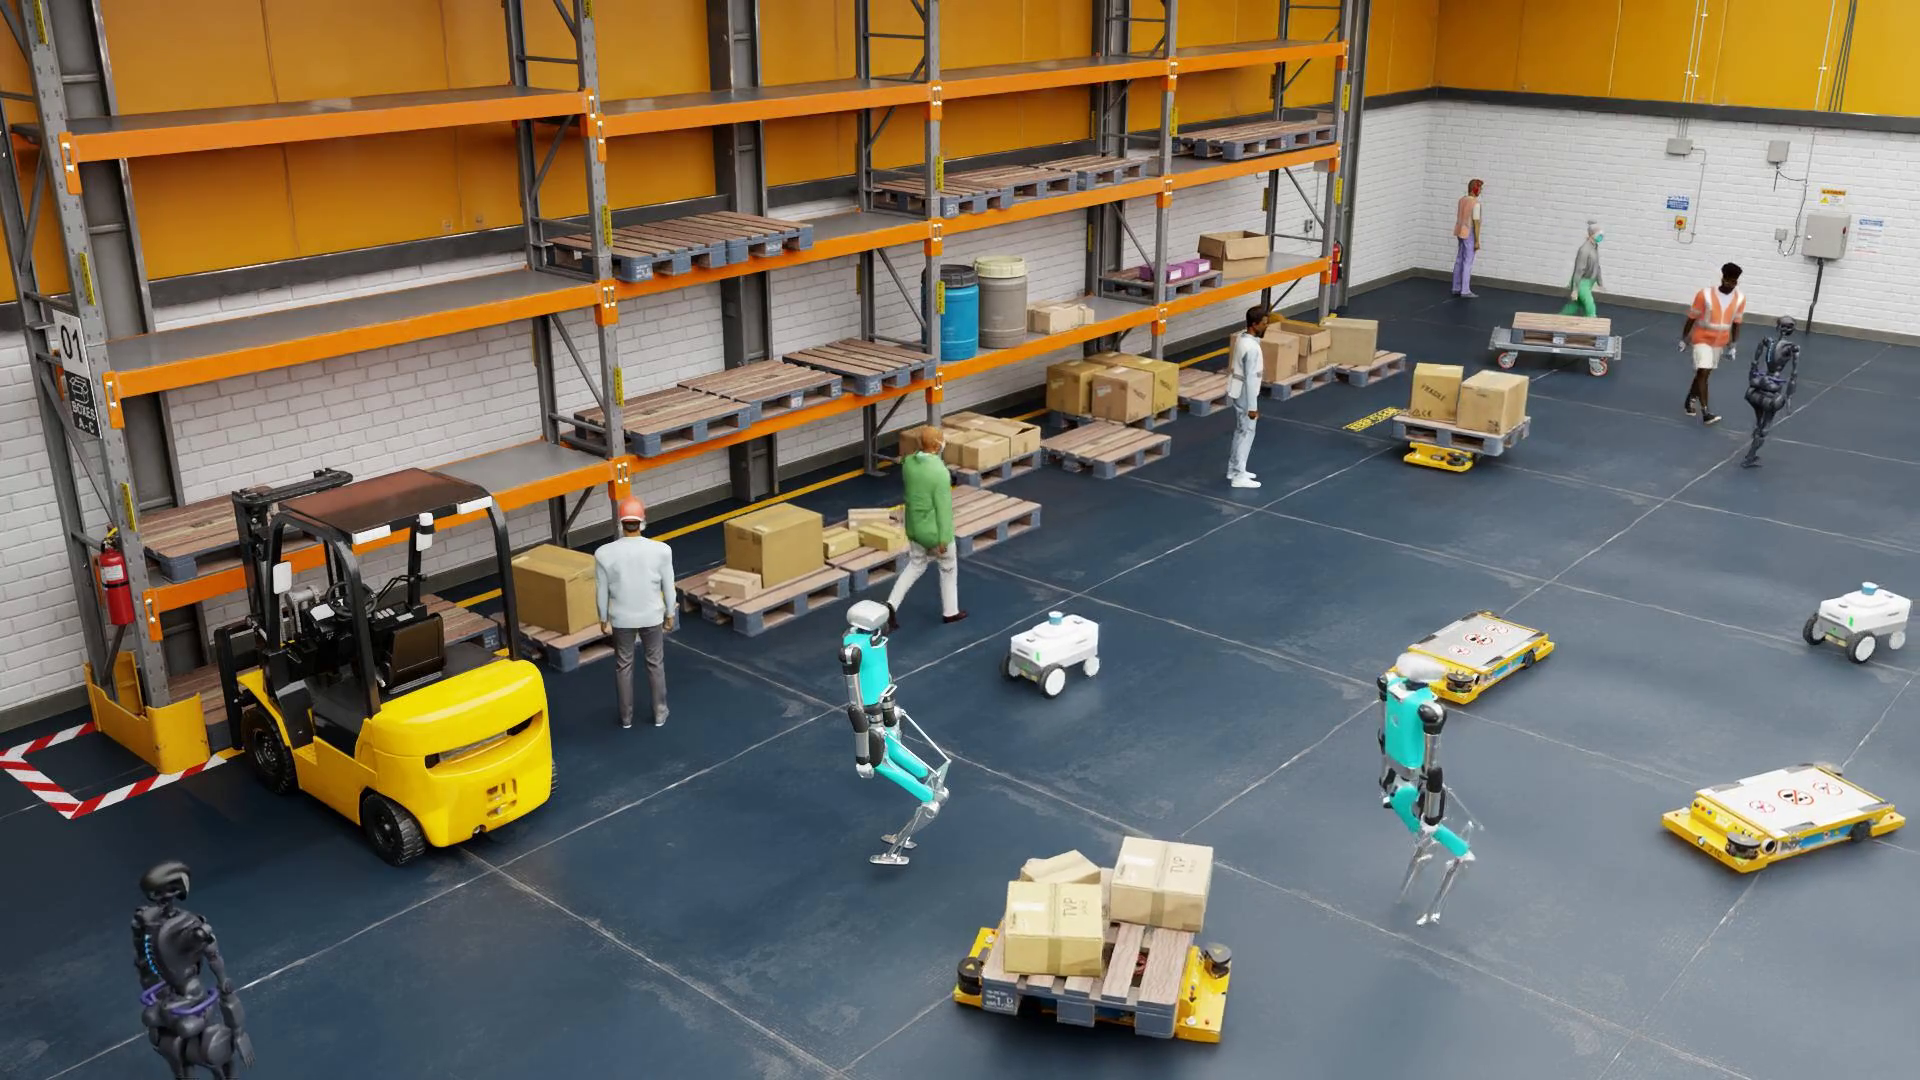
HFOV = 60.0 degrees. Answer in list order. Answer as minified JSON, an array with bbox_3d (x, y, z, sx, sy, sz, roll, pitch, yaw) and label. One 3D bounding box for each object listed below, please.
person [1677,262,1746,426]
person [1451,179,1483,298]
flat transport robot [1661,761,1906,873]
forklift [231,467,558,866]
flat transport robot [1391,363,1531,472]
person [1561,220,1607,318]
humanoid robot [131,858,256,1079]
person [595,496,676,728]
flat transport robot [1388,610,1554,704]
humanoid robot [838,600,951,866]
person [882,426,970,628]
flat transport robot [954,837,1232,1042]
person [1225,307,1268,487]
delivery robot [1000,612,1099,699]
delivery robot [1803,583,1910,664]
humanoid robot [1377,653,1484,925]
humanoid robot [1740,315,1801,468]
[{"bbox_3d":[8.797,-2.296,19.417,0.669,1.897,0.991,-2,20,-6],"label":"person"},{"bbox_3d":[7.964,-4.731,26.102,0.391,1.840,0.564,-5,21,-13],"label":"person"},{"bbox_3d":[5.325,1.776,10.738,1.431,0.231,0.659,-9,22,-22],"label":"flat transport robot"},{"bbox_3d":[-3.730,0.710,10.856,2.313,2.155,1.214,17,26,38],"label":"forklift"},{"bbox_3d":[5.516,-1.049,18.392,0.659,0.231,1.431,15,25,35],"label":"flat transport robot"},{"bbox_3d":[8.636,-3.487,22.786,0.948,1.788,0.495,11,23,27],"label":"person"},{"bbox_3d":[-3.533,2.214,7.536,0.609,1.636,0.617,9,22,22],"label":"humanoid robot"},{"bbox_3d":[-2.329,0.523,12.010,0.571,1.740,0.352,-4,21,-11],"label":"person"},{"bbox_3d":[4.040,0.908,13.092,1.431,0.231,0.659,-19,27,-41],"label":"flat transport robot"},{"bbox_3d":[-0.334,1.189,10.016,0.735,1.677,0.533,7,21,18],"label":"humanoid robot"},{"bbox_3d":[-0.284,-0.097,13.671,0.541,1.752,0.766,19,27,41],"label":"person"},{"bbox_3d":[0.736,2.383,9.095,1.431,0.231,0.659,5,21,13],"label":"flat transport robot"},{"bbox_3d":[2.957,-1.479,17.203,0.402,1.906,0.596,0,20,0],"label":"person"},{"bbox_3d":[0.716,0.851,12.830,0.778,0.594,0.499,-17,26,-39],"label":"delivery robot"},{"bbox_3d":[7.246,0.652,13.397,0.789,0.612,0.499,-9,22,-22],"label":"delivery robot"},{"bbox_3d":[2.720,1.487,9.535,0.696,1.858,0.548,-7,21,-19],"label":"humanoid robot"},{"bbox_3d":[8.649,-1.597,17.849,0.428,1.638,0.600,-10,22,-24],"label":"humanoid robot"}]
